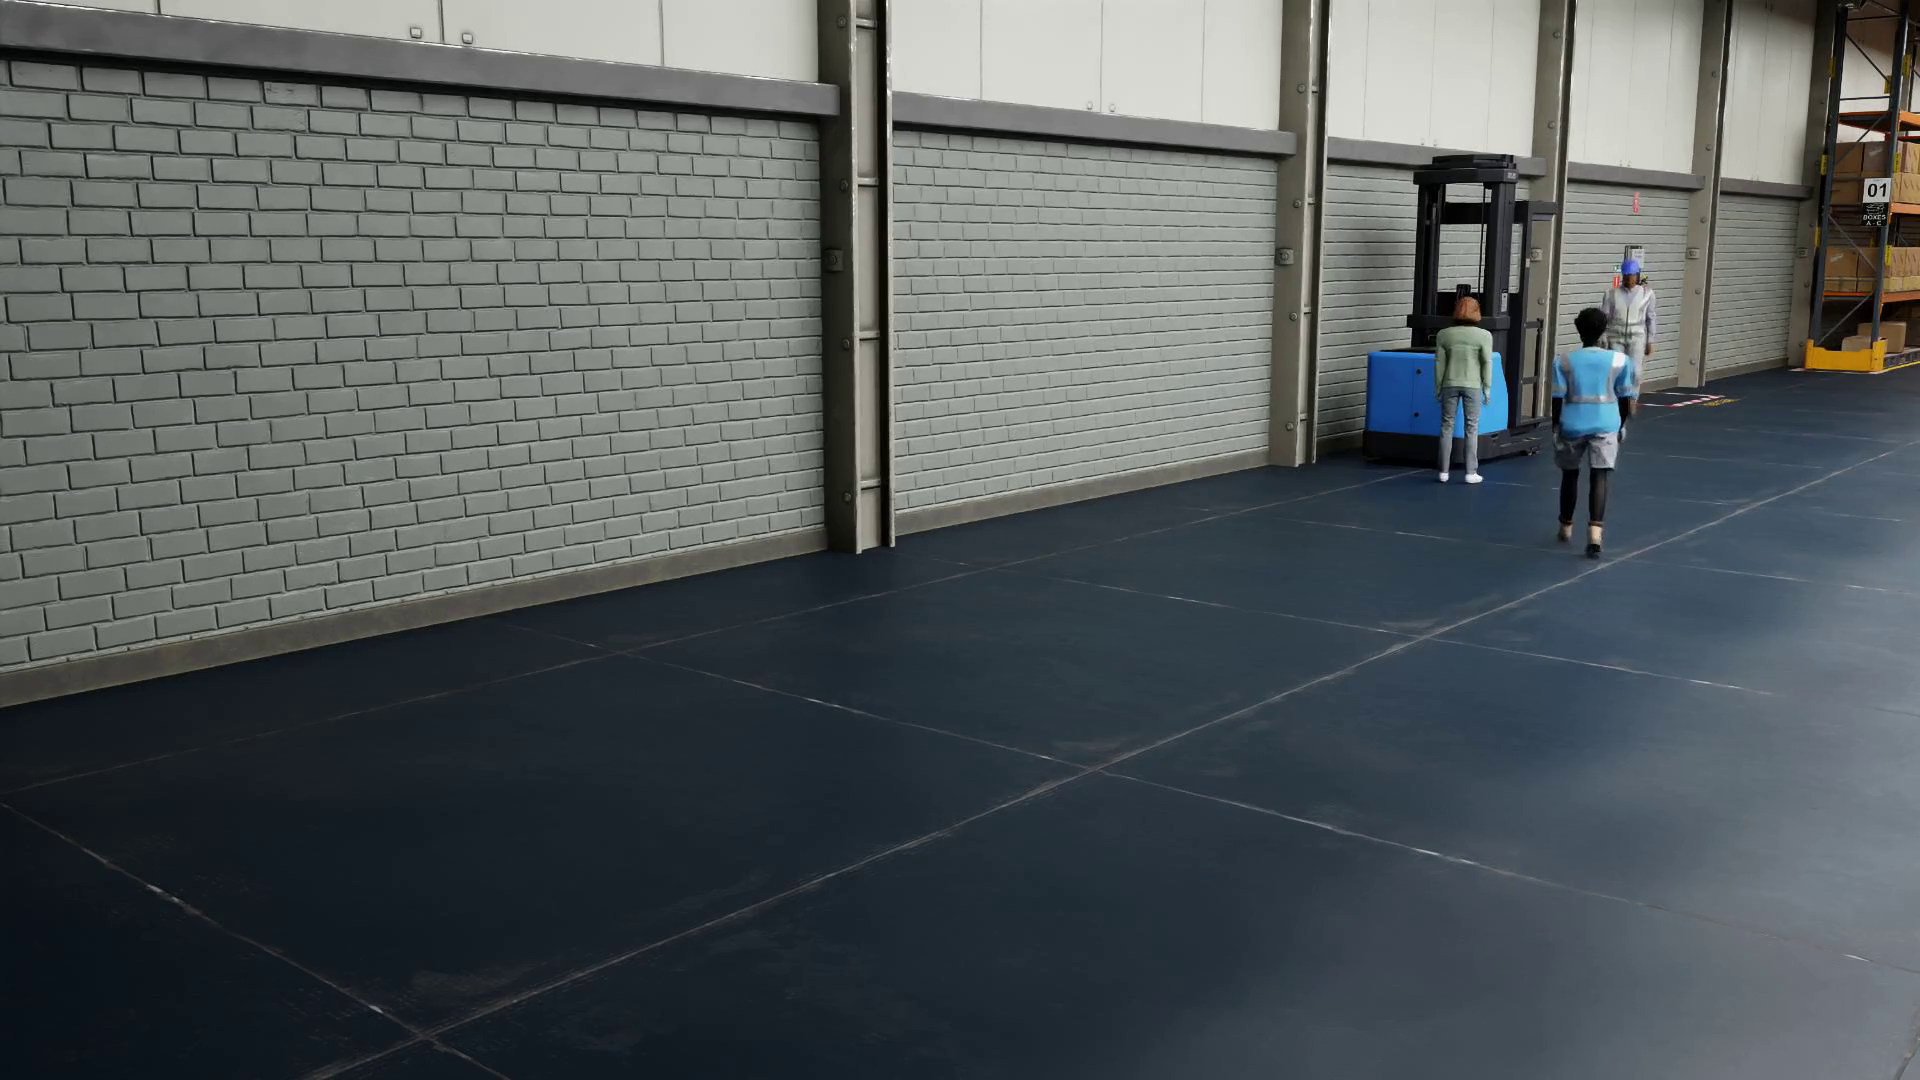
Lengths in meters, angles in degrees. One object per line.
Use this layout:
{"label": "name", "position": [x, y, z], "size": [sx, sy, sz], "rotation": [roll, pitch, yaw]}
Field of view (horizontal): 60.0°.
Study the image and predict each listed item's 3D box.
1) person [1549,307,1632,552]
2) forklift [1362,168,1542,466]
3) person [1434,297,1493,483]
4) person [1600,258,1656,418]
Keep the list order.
{"label": "person", "position": [4.313, -0.765, 11.410], "size": [0.532, 1.656, 0.872], "rotation": [4, 11, 19]}
{"label": "forklift", "position": [4.875, -2.212, 16.287], "size": [1.129, 2.768, 1.873], "rotation": [8, 13, 40]}
{"label": "person", "position": [4.431, -1.318, 14.656], "size": [0.505, 1.623, 0.344], "rotation": [6, 12, 32]}
{"label": "person", "position": [7.996, -2.401, 19.952], "size": [0.610, 1.933, 0.455], "rotation": [4, 11, 23]}
